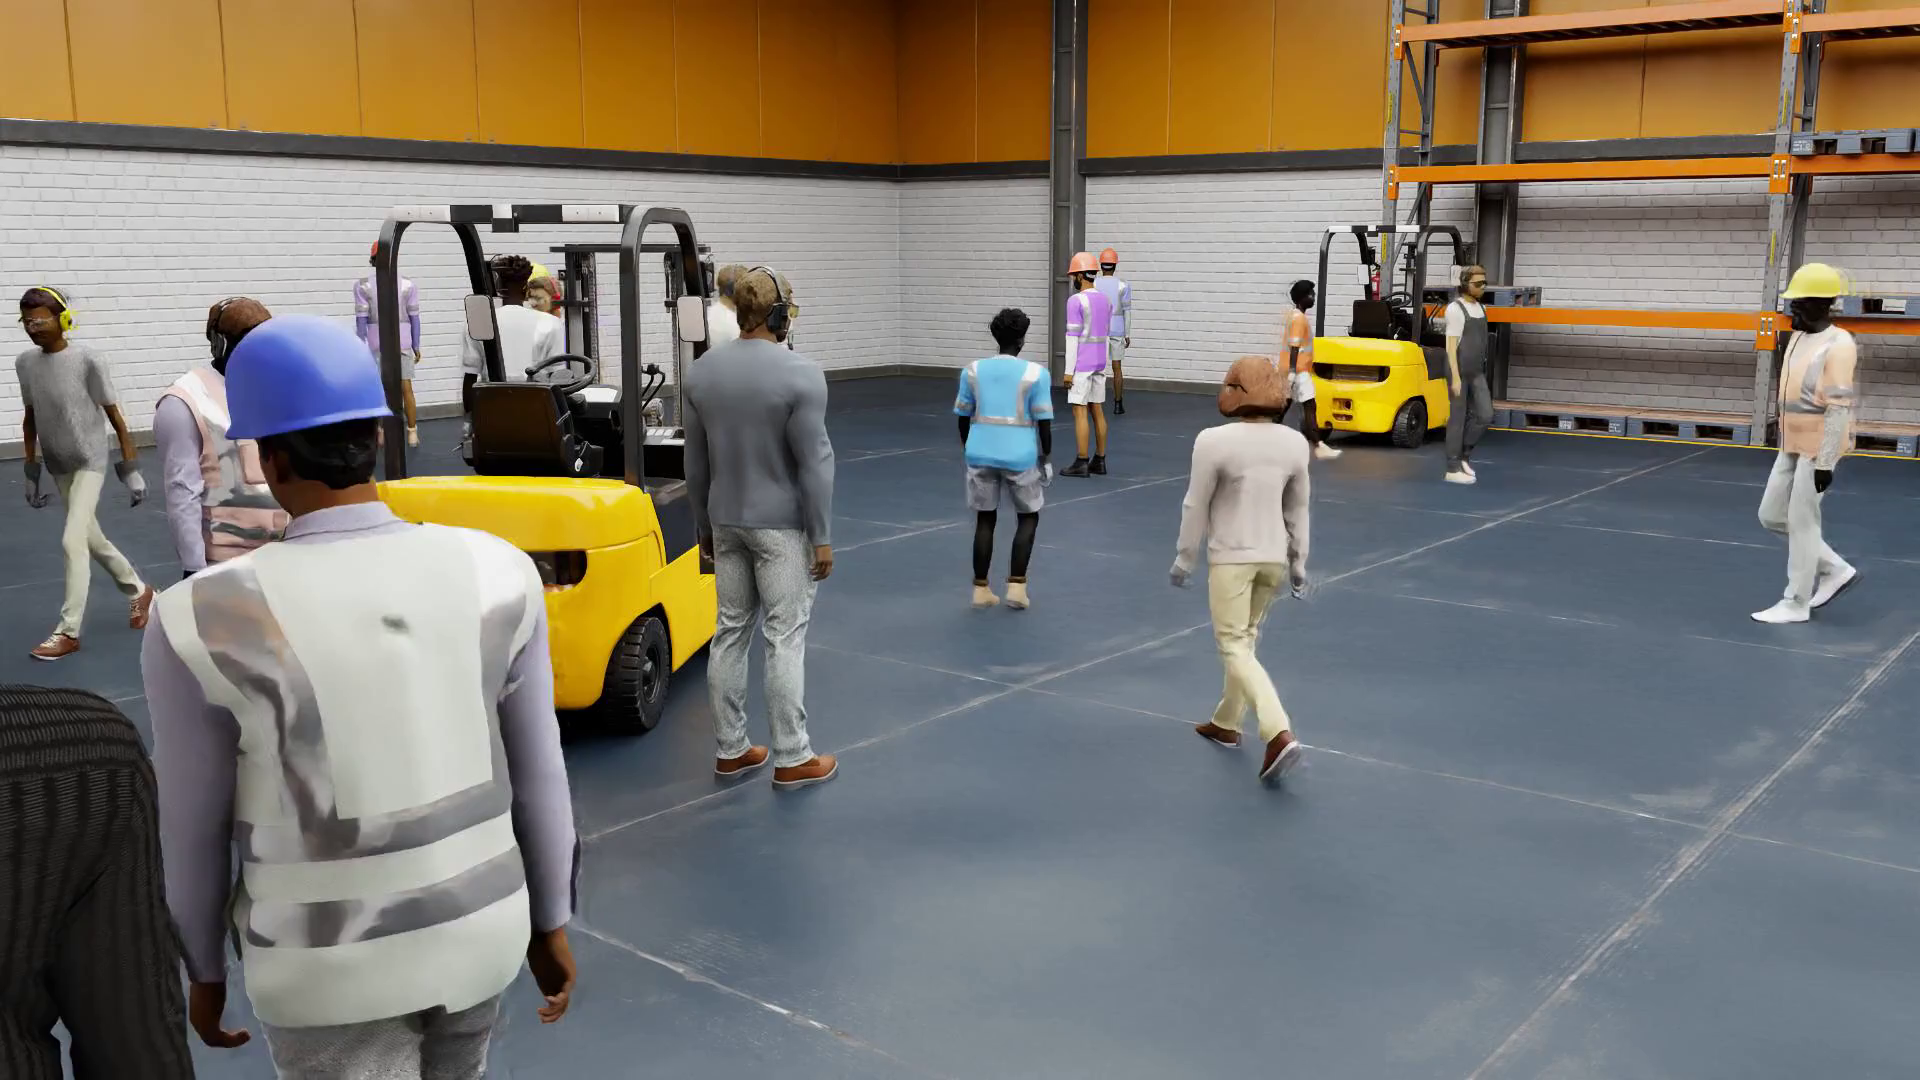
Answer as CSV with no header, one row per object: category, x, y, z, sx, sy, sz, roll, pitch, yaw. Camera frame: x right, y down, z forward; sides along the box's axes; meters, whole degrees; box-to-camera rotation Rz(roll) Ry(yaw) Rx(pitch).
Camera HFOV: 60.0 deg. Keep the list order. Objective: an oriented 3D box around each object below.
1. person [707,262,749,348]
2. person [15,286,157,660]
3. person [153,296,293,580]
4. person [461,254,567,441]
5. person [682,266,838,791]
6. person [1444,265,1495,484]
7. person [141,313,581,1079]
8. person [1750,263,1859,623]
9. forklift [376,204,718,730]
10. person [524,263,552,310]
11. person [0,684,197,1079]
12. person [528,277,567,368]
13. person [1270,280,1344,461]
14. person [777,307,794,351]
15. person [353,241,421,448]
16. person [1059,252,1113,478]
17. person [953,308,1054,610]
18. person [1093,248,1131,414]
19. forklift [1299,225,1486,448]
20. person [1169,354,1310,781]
person,-1.434,-0.855,10.882,1.021,1.878,0.630,0,10,-1
person,-4.382,-0.363,8.365,0.574,1.825,0.921,2,11,13
person,-2.618,0.022,6.171,0.431,1.836,0.619,6,12,30
person,-2.726,-0.764,10.202,0.631,1.949,0.449,-1,10,-6
person,-0.738,-0.037,6.188,0.631,1.938,0.362,6,12,30
person,4.231,-1.368,13.865,0.520,1.830,0.401,-6,12,-32
person,-0.941,0.614,2.615,0.653,1.920,0.603,10,14,44
person,4.510,-0.496,8.786,0.496,1.914,0.609,1,10,3
forklift,-1.766,-0.406,7.525,1.214,2.155,2.313,1,10,7
person,-3.749,-1.542,14.822,0.403,1.833,0.586,-1,10,-8
person,-1.018,0.772,1.541,0.619,1.997,0.372,-9,14,-42
person,-2.756,-0.865,11.189,0.586,1.785,0.974,9,13,40
person,3.205,-1.559,15.363,0.798,1.661,0.564,1,10,5
person,-2.193,-2.277,19.422,0.512,1.642,0.312,-2,10,-10
person,-5.607,-1.919,16.324,0.605,2.045,0.387,-5,11,-24
person,1.072,-1.506,14.362,0.382,1.933,0.542,9,13,40
person,0.244,-0.431,9.149,0.575,1.663,0.412,4,11,21
person,1.728,-2.435,19.477,0.545,1.938,0.358,1,10,4
forklift,4.449,-2.115,16.993,1.214,2.155,2.313,8,13,38
person,1.135,0.091,6.411,0.511,1.603,0.781,-5,11,-24
